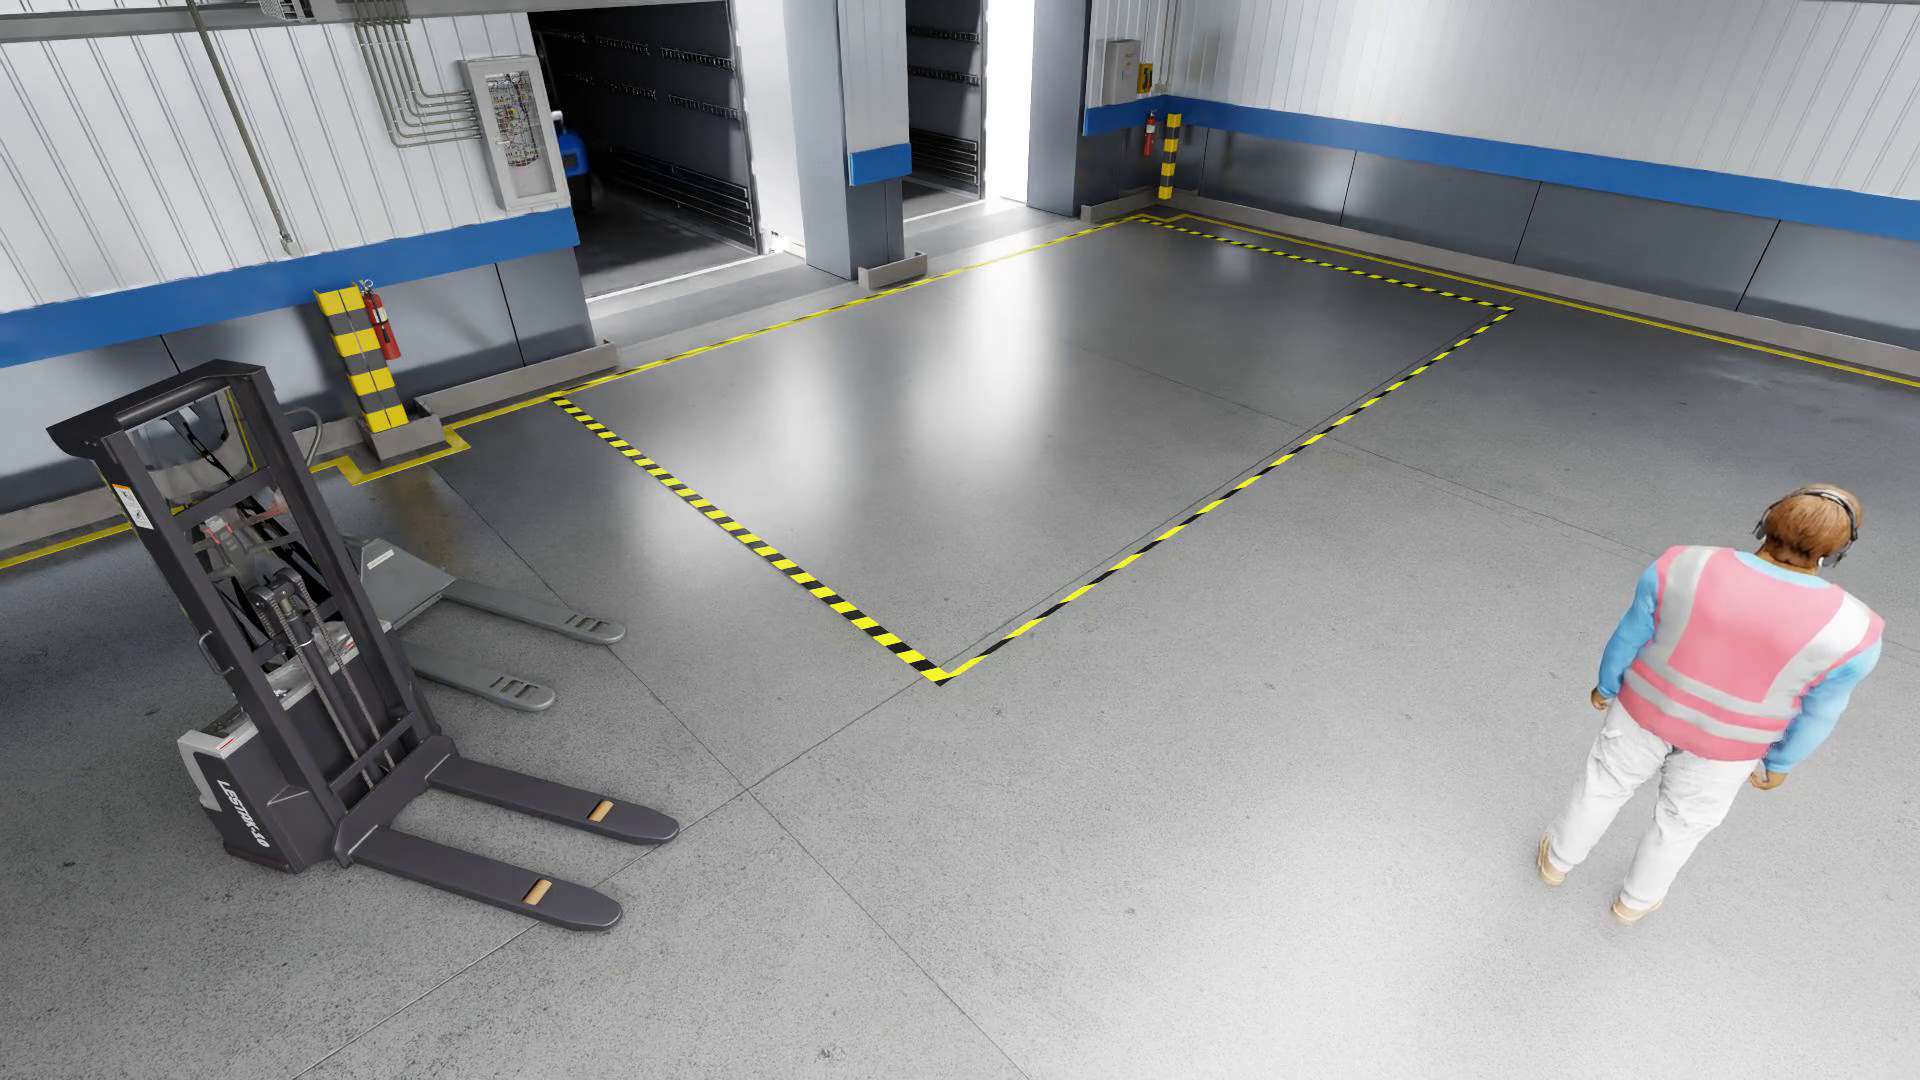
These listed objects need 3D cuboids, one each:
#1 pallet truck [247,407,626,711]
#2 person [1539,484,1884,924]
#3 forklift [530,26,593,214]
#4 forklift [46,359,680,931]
[{"bbox_3d":[-2.628,0.038,4.590,1.601,1.201,0.680,12,36,18],"label":"pallet truck"},{"bbox_3d":[2.557,0.620,3.204,0.430,1.841,0.629,-29,44,-35],"label":"person"},{"bbox_3d":[-5.752,-5.351,11.524,1.157,2.036,2.680,-26,42,-33],"label":"forklift"},{"bbox_3d":[-2.135,0.422,3.354,1.885,1.965,0.823,10,35,14],"label":"forklift"}]
